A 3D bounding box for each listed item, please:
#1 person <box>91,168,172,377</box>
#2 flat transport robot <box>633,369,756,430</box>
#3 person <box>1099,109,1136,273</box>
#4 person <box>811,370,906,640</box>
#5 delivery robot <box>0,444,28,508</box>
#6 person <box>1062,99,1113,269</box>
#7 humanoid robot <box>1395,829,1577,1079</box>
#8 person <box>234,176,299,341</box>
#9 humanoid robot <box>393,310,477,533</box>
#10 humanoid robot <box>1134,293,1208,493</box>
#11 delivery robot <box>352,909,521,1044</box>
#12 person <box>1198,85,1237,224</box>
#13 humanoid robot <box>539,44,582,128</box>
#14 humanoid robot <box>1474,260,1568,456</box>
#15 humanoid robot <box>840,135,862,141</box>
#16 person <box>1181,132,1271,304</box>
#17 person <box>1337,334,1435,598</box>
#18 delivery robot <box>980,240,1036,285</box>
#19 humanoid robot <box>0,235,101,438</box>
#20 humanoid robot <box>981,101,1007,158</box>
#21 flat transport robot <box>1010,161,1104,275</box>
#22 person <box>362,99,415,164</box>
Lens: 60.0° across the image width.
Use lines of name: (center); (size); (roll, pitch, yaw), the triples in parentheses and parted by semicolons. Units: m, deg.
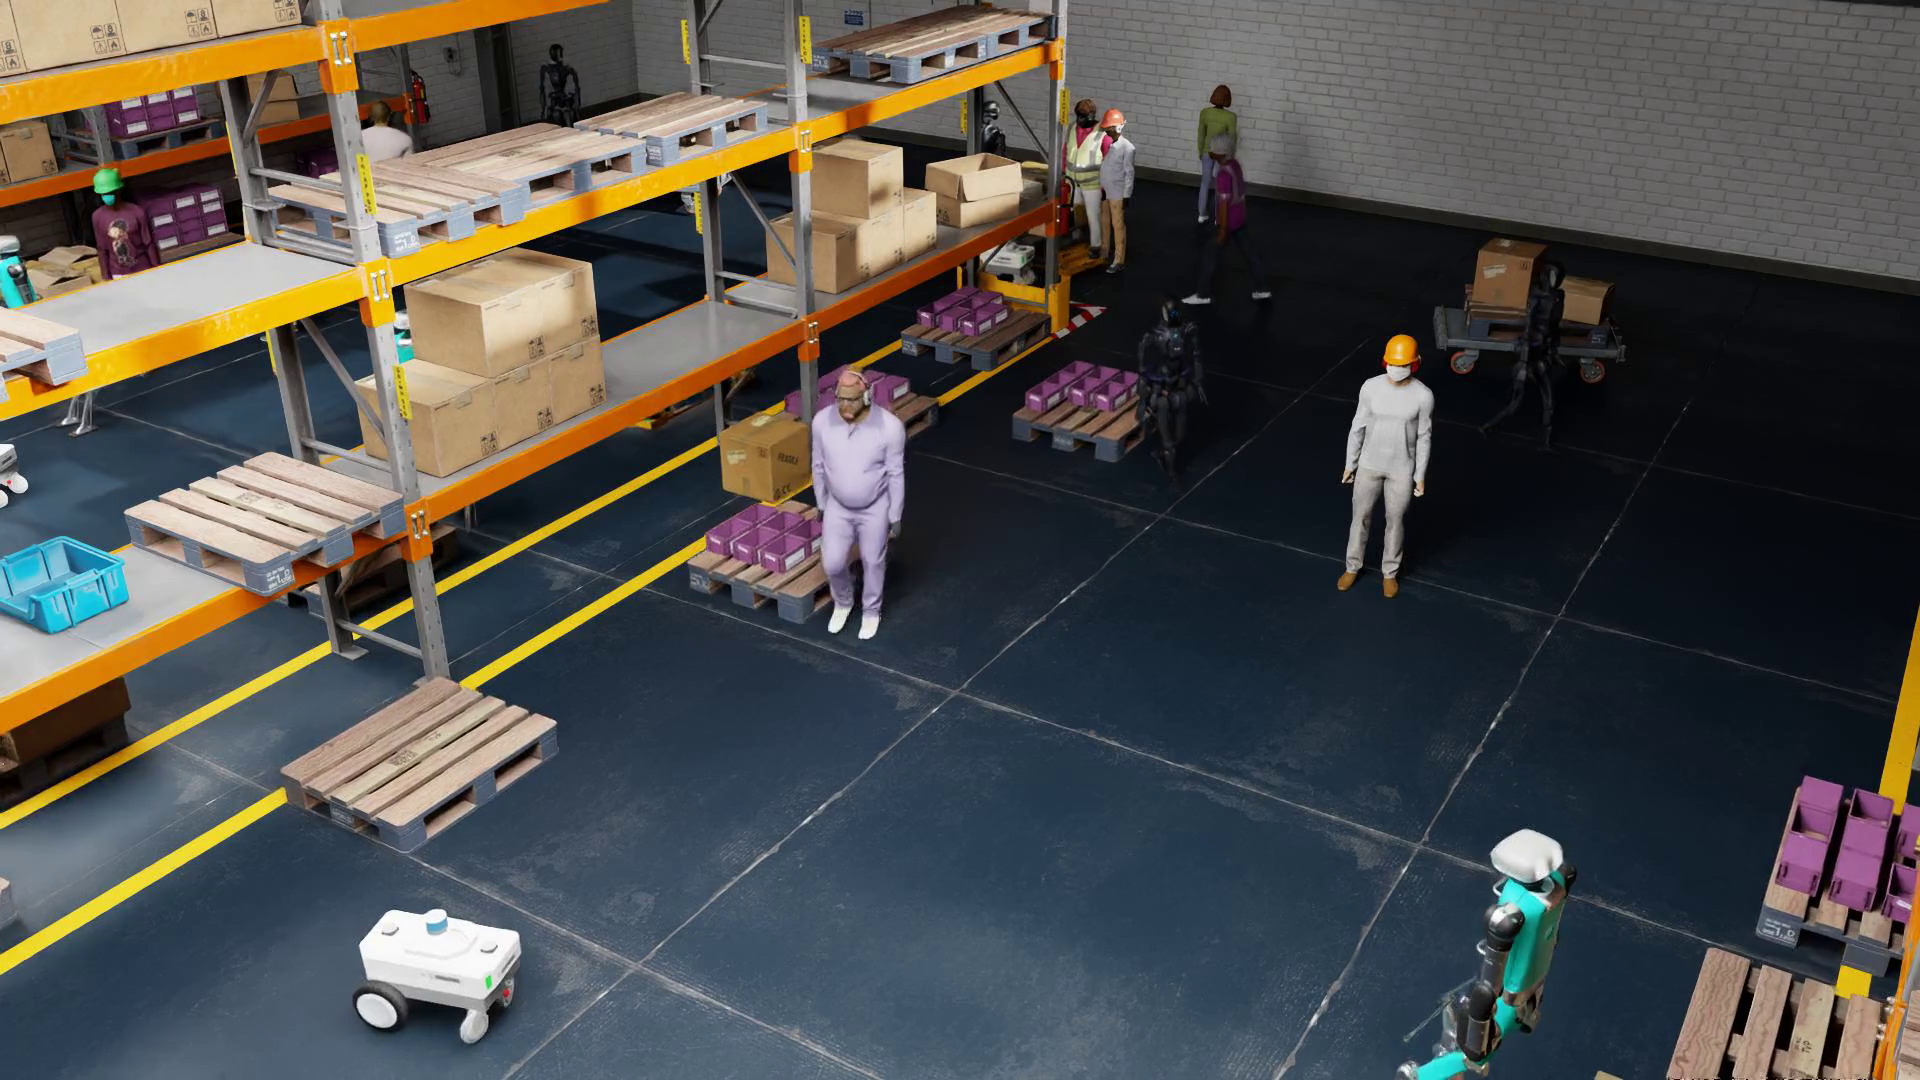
person: (-7.558, -2.436, 15.161); (0.514, 1.931, 0.484); (-4, 27, -7)
flat transport robot: (-2.530, -1.357, 14.871); (0.659, 0.231, 1.431); (16, 31, 28)
person: (1.632, -3.790, 18.024); (0.330, 1.749, 0.571); (-20, 33, -34)
person: (-0.666, -0.208, 10.824); (0.644, 1.892, 0.447); (4, 27, 8)
delivery robot: (-7.761, -0.560, 12.979); (0.782, 0.589, 0.499); (2, 27, 4)
person: (1.358, -3.872, 18.100); (0.623, 1.835, 0.431); (19, 32, 32)
humanoid robot: (2.052, 1.923, 6.904); (0.540, 1.889, 0.726); (-23, 35, -38)
person: (-6.717, -2.800, 16.073); (0.329, 1.751, 0.563); (1, 27, 3)
humanoid robot: (-3.887, -0.943, 12.452); (0.540, 1.788, 0.780); (2, 27, 5)
humanoid robot: (1.617, -1.204, 13.039); (0.617, 1.631, 0.562); (-9, 28, -17)
delivery robot: (-2.489, 2.029, 7.905); (0.785, 0.614, 0.516); (6, 28, 12)
person: (3.032, -4.542, 19.638); (0.506, 1.631, 0.264); (19, 33, 33)
humanoid robot: (-5.258, -5.659, 21.820); (0.599, 1.628, 0.736); (5, 27, 9)
humanoid robot: (4.729, -1.512, 13.674); (0.613, 1.637, 0.746); (-23, 35, -38)
humanoid robot: (-0.840, -3.358, 17.243); (1.010, 1.742, 0.547); (-15, 30, -26)
person: (2.812, -3.263, 16.956); (0.878, 1.788, 0.598); (11, 29, 20)
person: (2.923, -0.511, 11.411); (0.560, 1.896, 0.353); (9, 28, 17)
delivery robot: (0.412, -2.983, 17.776); (0.812, 0.609, 0.499); (12, 29, 22)
humanoid robot: (-7.582, -1.742, 13.971); (0.530, 1.750, 0.709); (24, 35, 38)
humanoid robot: (0.250, -4.118, 18.789); (0.434, 1.661, 0.606); (-21, 34, -35)
flat transport robot: (0.843, -3.242, 18.586); (1.431, 0.231, 0.659); (22, 34, 36)
person: (-6.018, -3.714, 17.688); (0.639, 1.922, 0.456); (1, 27, 2)
